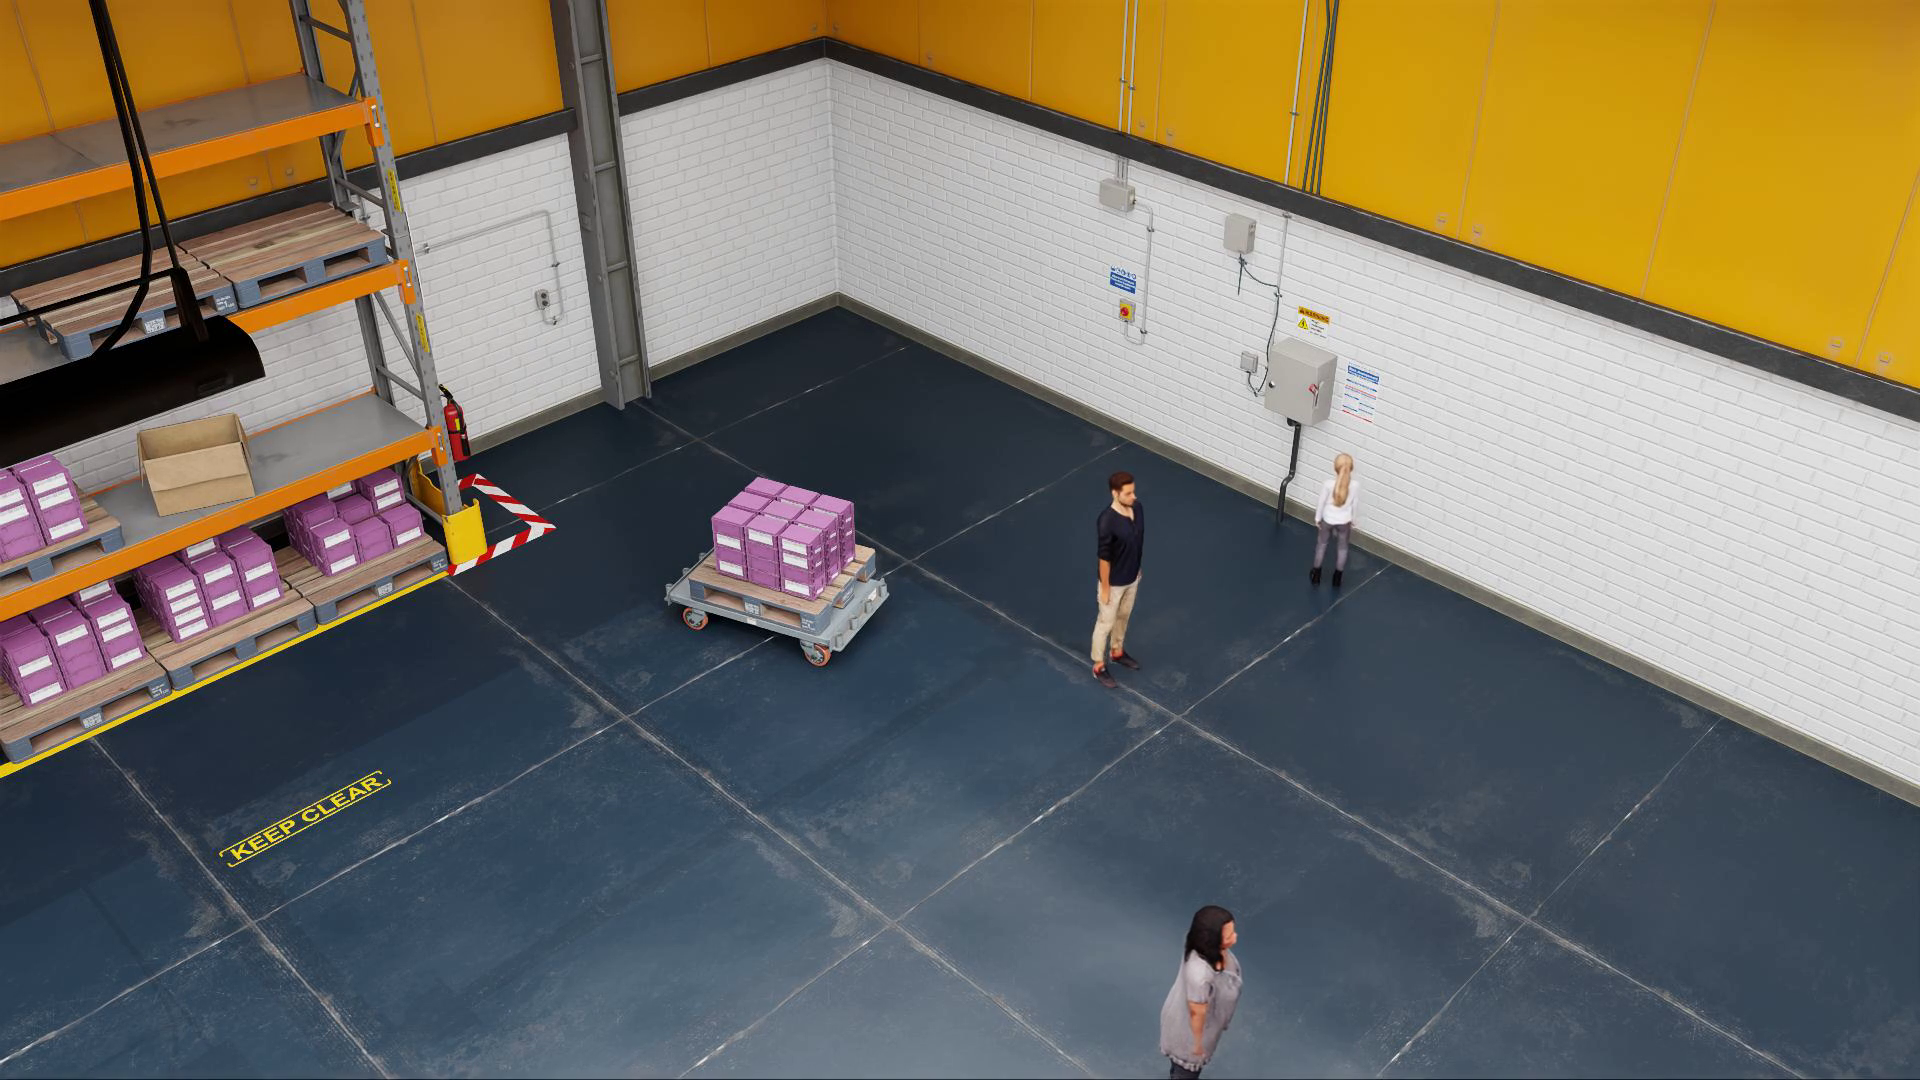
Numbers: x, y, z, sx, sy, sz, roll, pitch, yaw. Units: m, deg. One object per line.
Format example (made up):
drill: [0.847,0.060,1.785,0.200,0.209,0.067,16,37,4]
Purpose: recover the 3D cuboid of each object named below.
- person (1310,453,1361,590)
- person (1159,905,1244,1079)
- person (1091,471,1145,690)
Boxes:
person: [3.159,-0.156,13.904,0.595,1.278,0.649,5,34,7]
person: [1.324,2.658,9.371,0.838,1.609,0.772,4,34,6]
person: [1.199,0.269,12.741,0.717,1.858,0.472,26,42,34]
